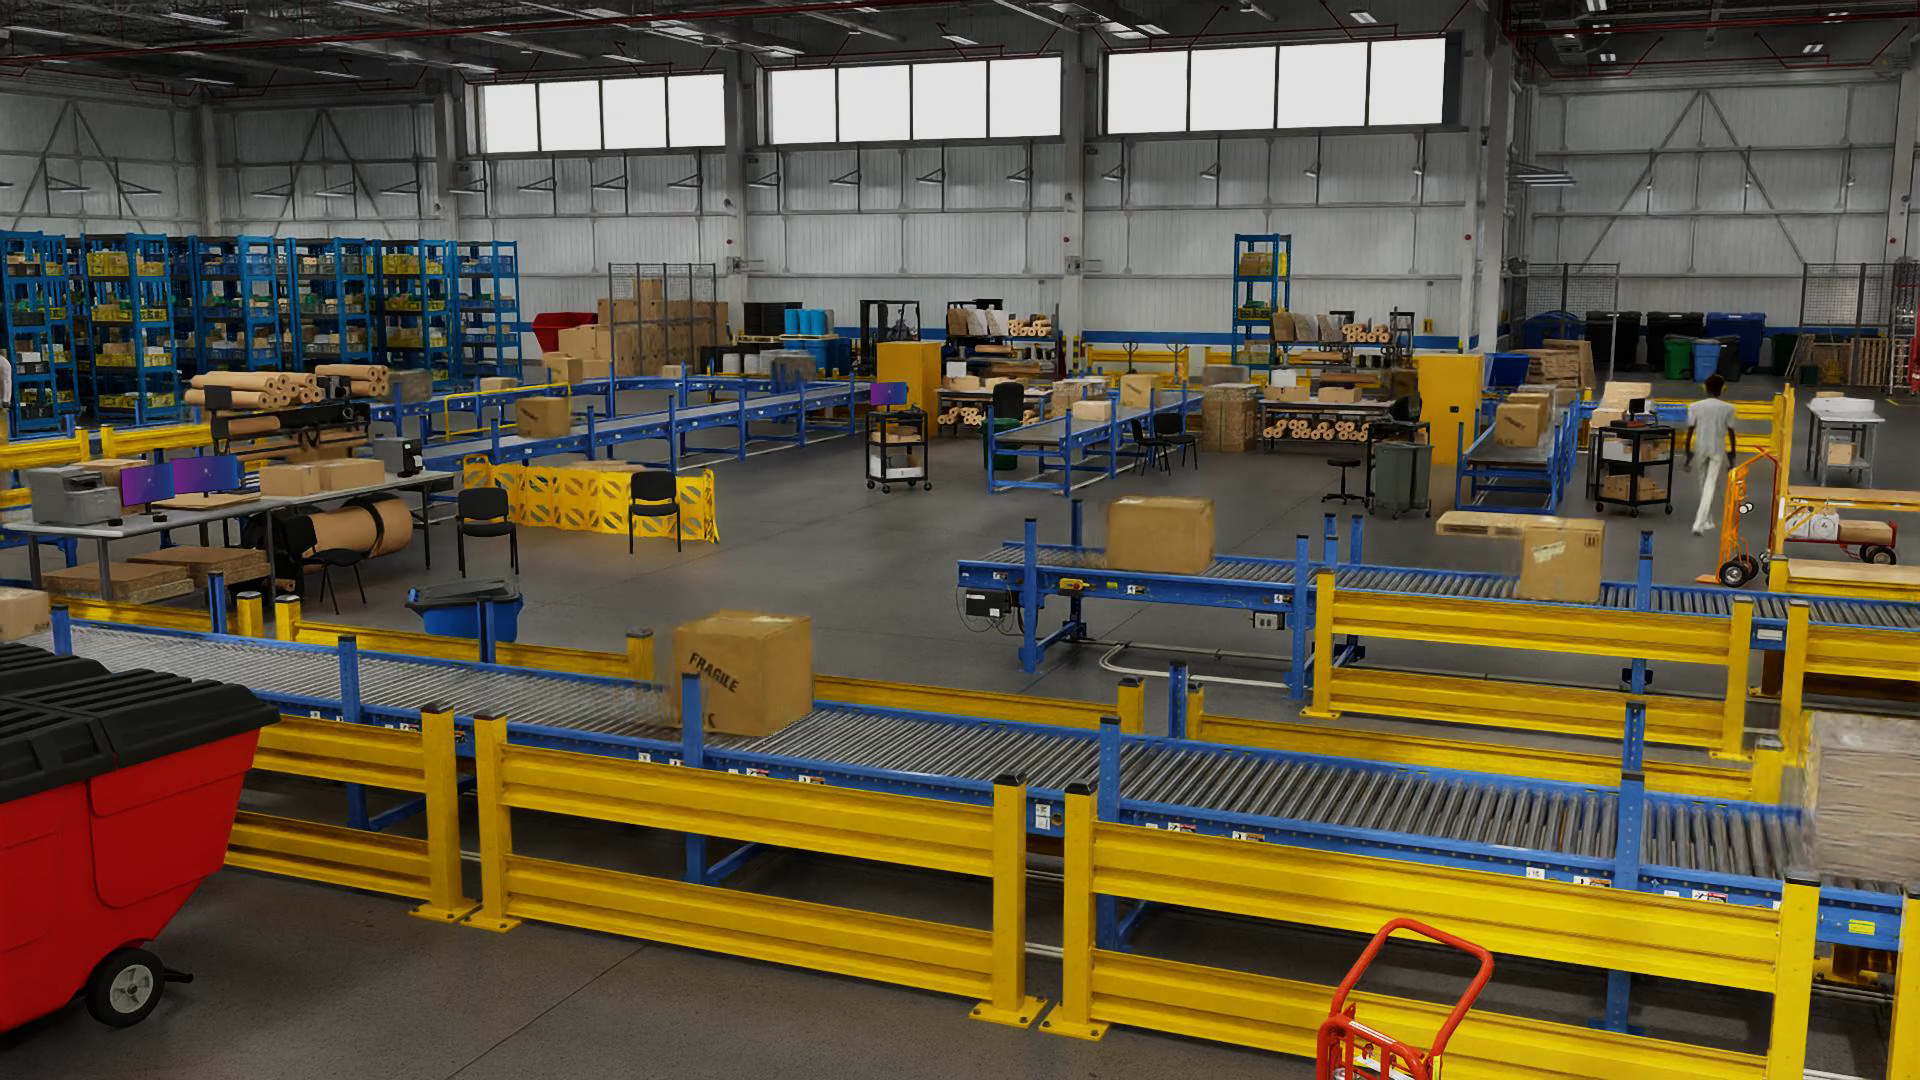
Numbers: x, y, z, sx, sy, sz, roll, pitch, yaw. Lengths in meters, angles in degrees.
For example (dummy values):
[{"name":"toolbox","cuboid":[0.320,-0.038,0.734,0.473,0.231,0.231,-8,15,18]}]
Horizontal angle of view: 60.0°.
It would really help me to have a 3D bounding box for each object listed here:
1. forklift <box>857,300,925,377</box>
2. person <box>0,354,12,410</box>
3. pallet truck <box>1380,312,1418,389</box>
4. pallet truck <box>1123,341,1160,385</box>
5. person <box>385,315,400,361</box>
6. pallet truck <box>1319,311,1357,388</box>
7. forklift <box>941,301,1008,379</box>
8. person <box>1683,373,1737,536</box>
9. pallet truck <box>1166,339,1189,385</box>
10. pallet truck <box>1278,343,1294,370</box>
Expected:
[{"name":"forklift","cuboid":[-1.732,-5.109,42.468,1.157,1.987,2.680,4,10,22]},{"name":"person","cuboid":[-15.189,-2.216,26.119,0.638,1.909,0.408,4,10,22]},{"name":"pallet truck","cuboid":[10.207,-4.283,38.369,0.823,1.965,1.885,3,10,20]},{"name":"pallet truck","cuboid":[4.445,-4.380,41.279,0.680,1.201,1.601,4,10,22]},{"name":"person","cuboid":[-16.267,-5.819,47.732,0.609,1.986,0.408,6,11,32]},{"name":"pallet truck","cuboid":[9.071,-4.419,39.190,0.823,1.965,1.885,5,10,26]},{"name":"forklift","cuboid":[0.365,-4.966,41.571,1.157,1.987,2.680,3,10,20]},{"name":"person","cuboid":[8.485,-0.969,18.821,0.526,1.831,0.968,8,12,39]},{"name":"pallet truck","cuboid":[5.418,-4.269,40.420,0.704,1.261,1.522,3,10,20]},{"name":"pallet truck","cuboid":[7.886,-4.163,39.743,0.653,1.274,1.630,4,10,22]}]
